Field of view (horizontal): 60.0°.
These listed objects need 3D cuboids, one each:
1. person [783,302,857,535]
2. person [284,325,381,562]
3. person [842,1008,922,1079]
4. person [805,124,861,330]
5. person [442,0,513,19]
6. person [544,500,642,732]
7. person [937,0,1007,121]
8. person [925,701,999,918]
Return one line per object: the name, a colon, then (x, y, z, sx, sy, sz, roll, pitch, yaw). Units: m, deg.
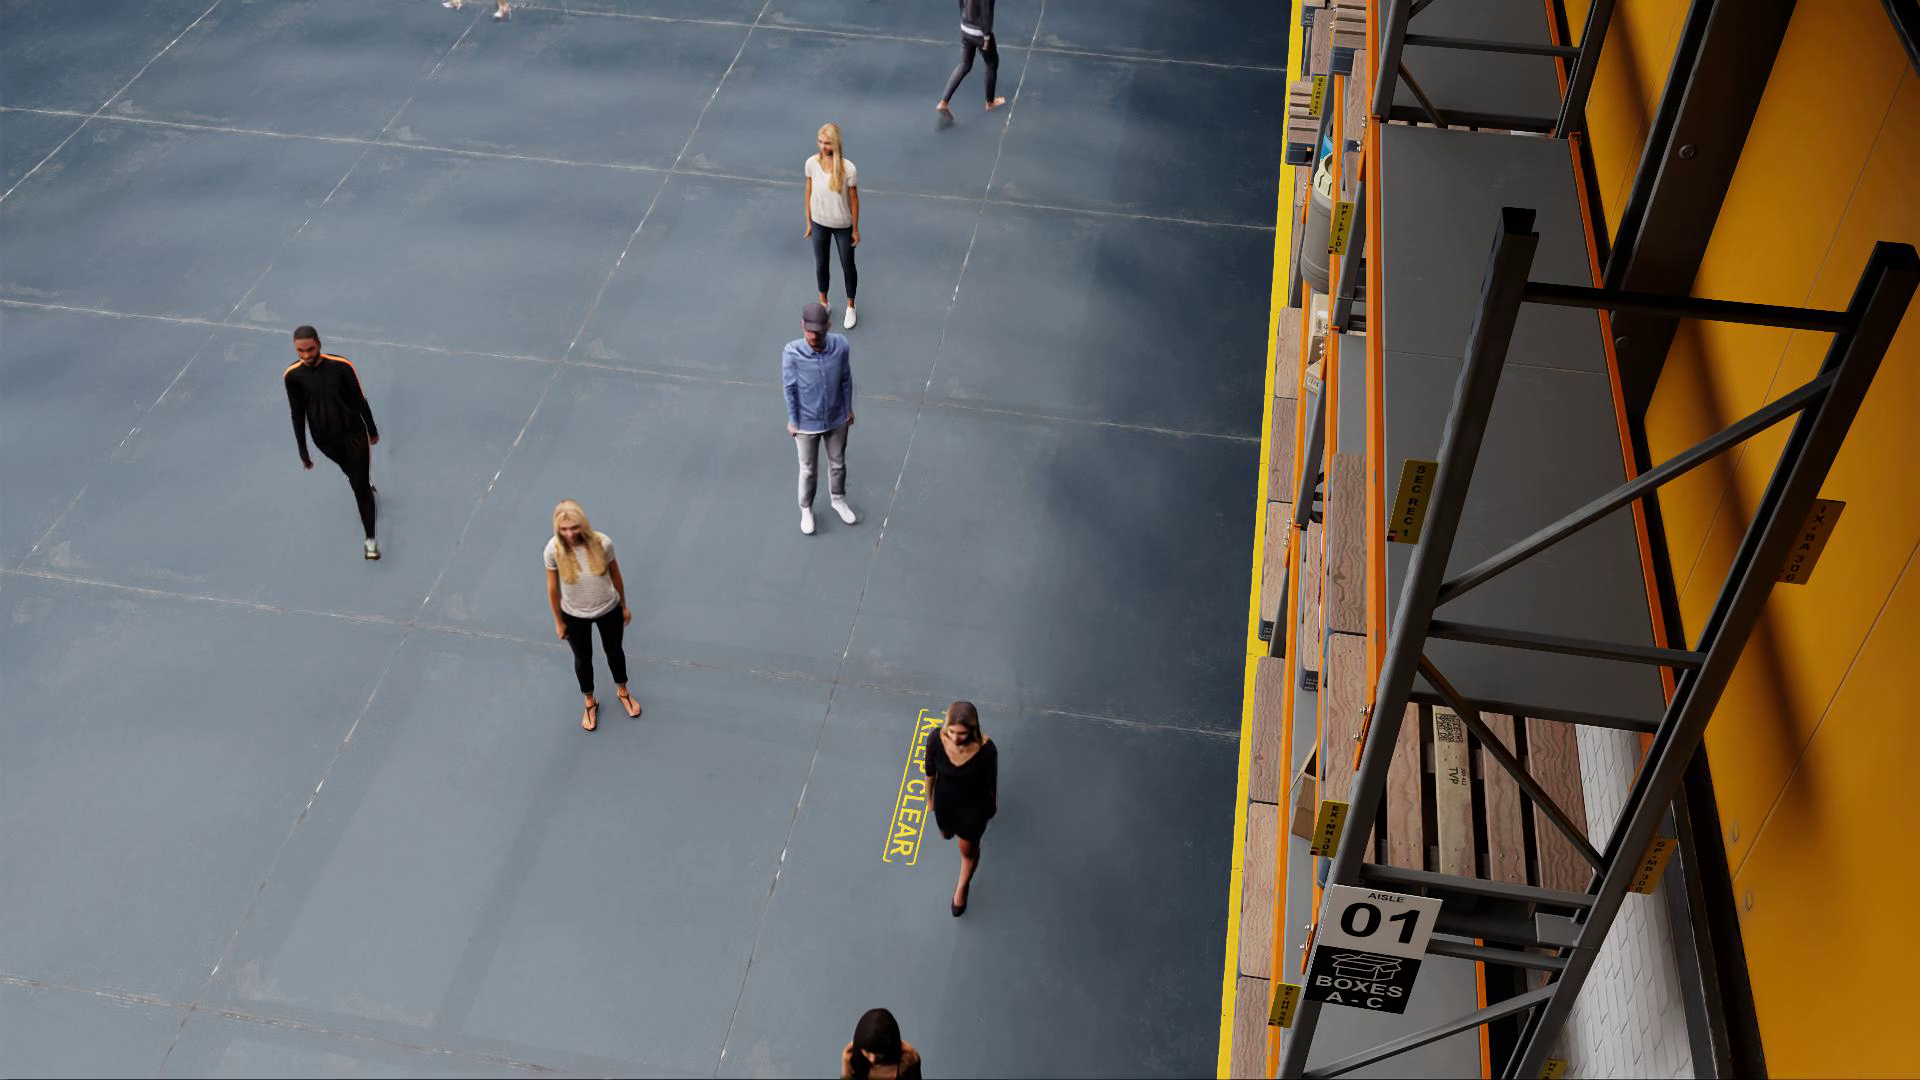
person: (-0.971, -0.870, 11.612, 0.737, 1.886, 0.735, -15, 45, -15)
person: (-4.331, -0.788, 11.617, 0.953, 1.759, 1.266, -8, 44, -8)
person: (-0.371, 2.720, 8.019, 0.582, 1.643, 0.523, 3, 44, 3)
person: (-1.019, -2.541, 13.421, 0.625, 1.809, 0.546, 12, 45, 13)
person: (-5.030, -6.234, 17.378, 0.705, 1.699, 0.937, 3, 44, 3)
person: (-2.280, 0.441, 10.278, 0.695, 1.825, 0.703, -15, 46, -15)
person: (0.090, -4.821, 15.864, 0.999, 1.739, 1.142, 34, 53, 31)
person: (0.040, 1.406, 9.388, 0.606, 1.657, 0.944, 11, 45, 11)
